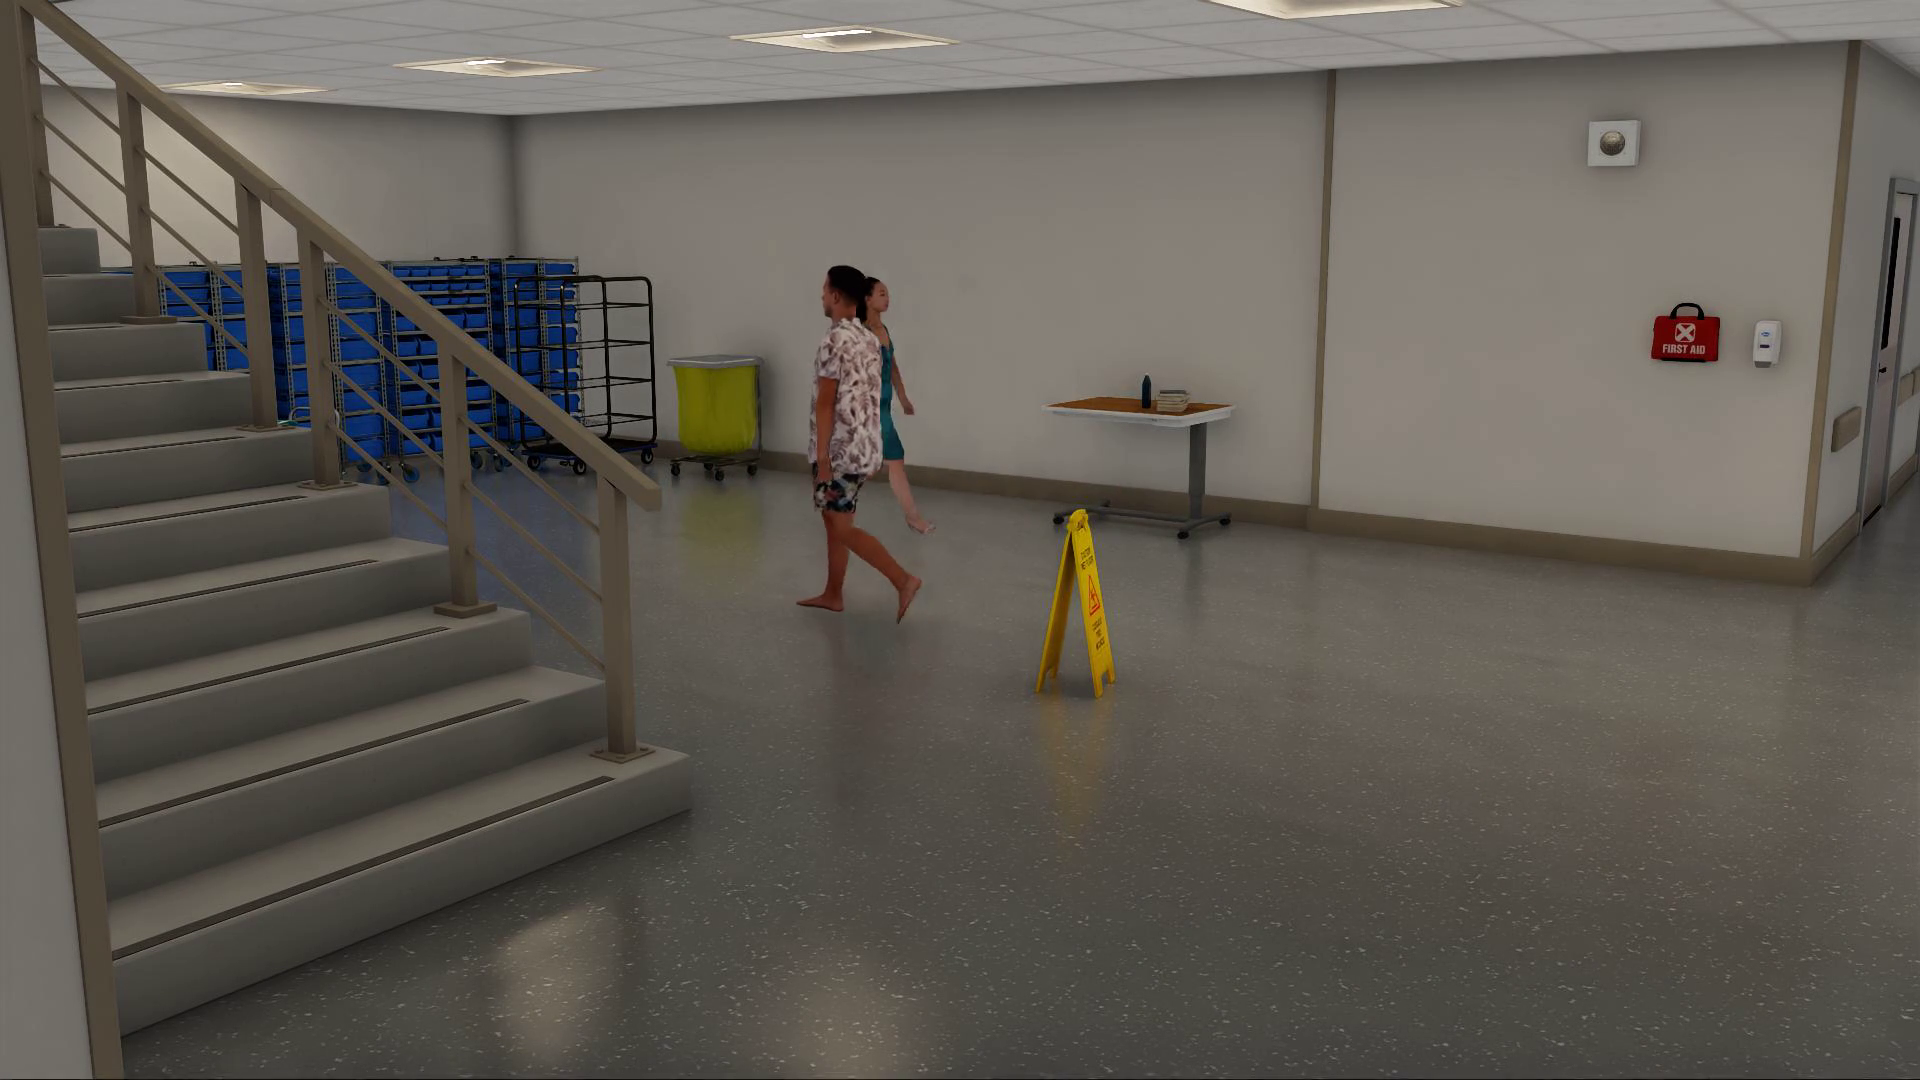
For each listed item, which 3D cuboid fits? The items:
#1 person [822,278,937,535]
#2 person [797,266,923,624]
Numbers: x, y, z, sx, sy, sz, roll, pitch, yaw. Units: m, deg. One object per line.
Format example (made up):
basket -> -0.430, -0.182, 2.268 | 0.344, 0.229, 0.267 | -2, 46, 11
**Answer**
person -> -0.626, -0.817, 10.713 | 1.088, 1.637, 0.800 | 3, 11, 16
person -> -0.503, -0.457, 8.410 | 1.074, 1.789, 0.766 | 5, 12, 27
